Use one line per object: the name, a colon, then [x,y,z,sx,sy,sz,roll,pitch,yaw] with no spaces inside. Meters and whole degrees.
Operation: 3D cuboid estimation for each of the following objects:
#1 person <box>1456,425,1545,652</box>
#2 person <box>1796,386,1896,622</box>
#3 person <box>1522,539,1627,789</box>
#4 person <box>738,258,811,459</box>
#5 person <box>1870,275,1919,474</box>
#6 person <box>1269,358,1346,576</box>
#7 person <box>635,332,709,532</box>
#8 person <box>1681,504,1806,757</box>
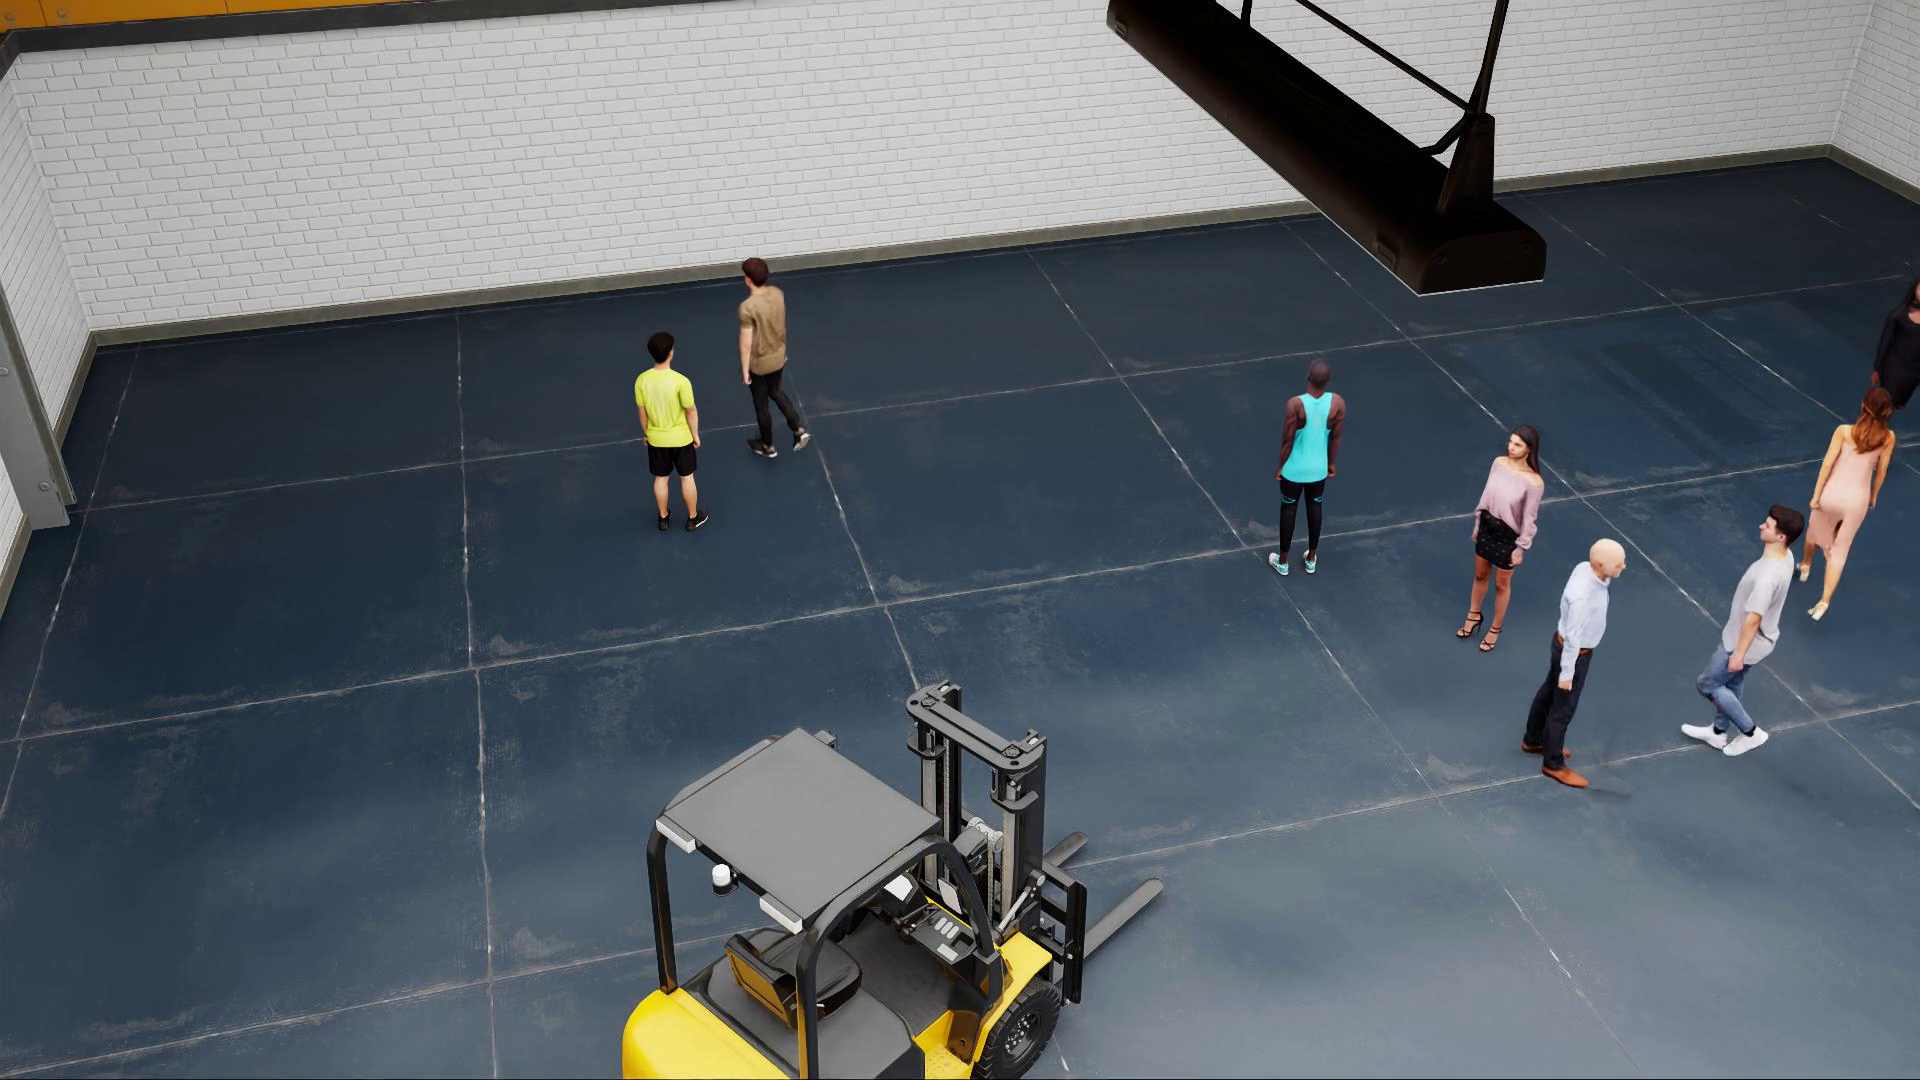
person: [3.816,-0.013,11.713,0.739,1.811,0.577,-20,38,-27]
person: [6.414,-0.233,12.061,1.025,1.792,1.198,11,35,16]
person: [3.910,0.740,10.600,0.880,1.790,0.817,15,36,21]
person: [-1.560,-1.480,13.891,1.038,1.844,0.951,23,40,31]
person: [7.894,-1.457,13.983,0.840,1.702,1.129,3,34,5]
person: [2.601,-0.546,12.515,0.654,1.810,0.569,-3,34,-5]
person: [-2.276,-0.838,13.047,0.689,1.709,0.663,4,34,6]
person: [5.140,0.635,10.673,0.945,1.883,0.886,19,38,27]
